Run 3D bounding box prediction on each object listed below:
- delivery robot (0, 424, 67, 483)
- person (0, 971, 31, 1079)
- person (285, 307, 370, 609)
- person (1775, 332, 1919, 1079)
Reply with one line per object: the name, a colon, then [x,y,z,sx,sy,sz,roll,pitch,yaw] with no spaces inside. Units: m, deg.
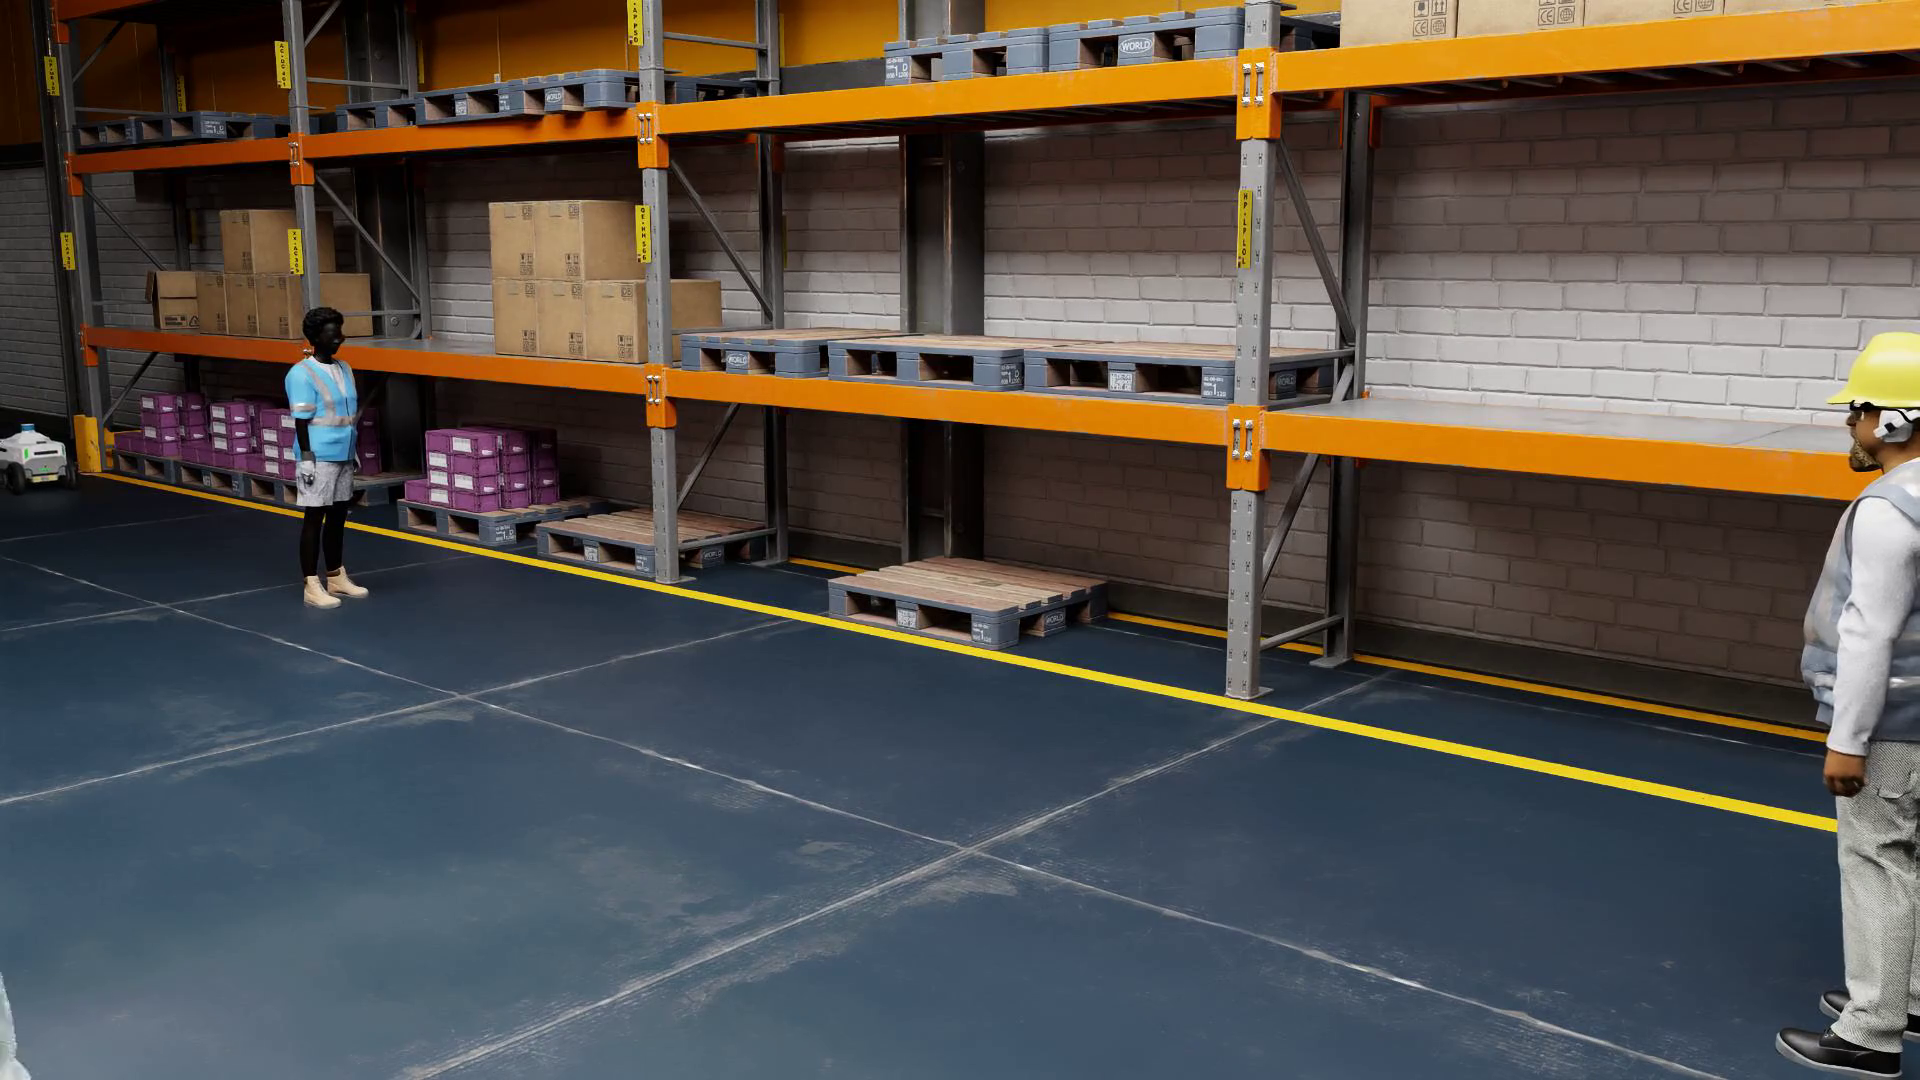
delivery robot: [-7.765,-0.728,13.887,0.707,0.478,0.477,9,13,41]
person: [-1.249,0.878,1.779,0.480,1.700,0.912,1,10,7]
person: [-3.584,-0.471,9.434,0.318,1.698,0.539,2,10,12]
person: [2.284,0.408,4.092,0.591,1.823,0.405,-9,14,-43]
